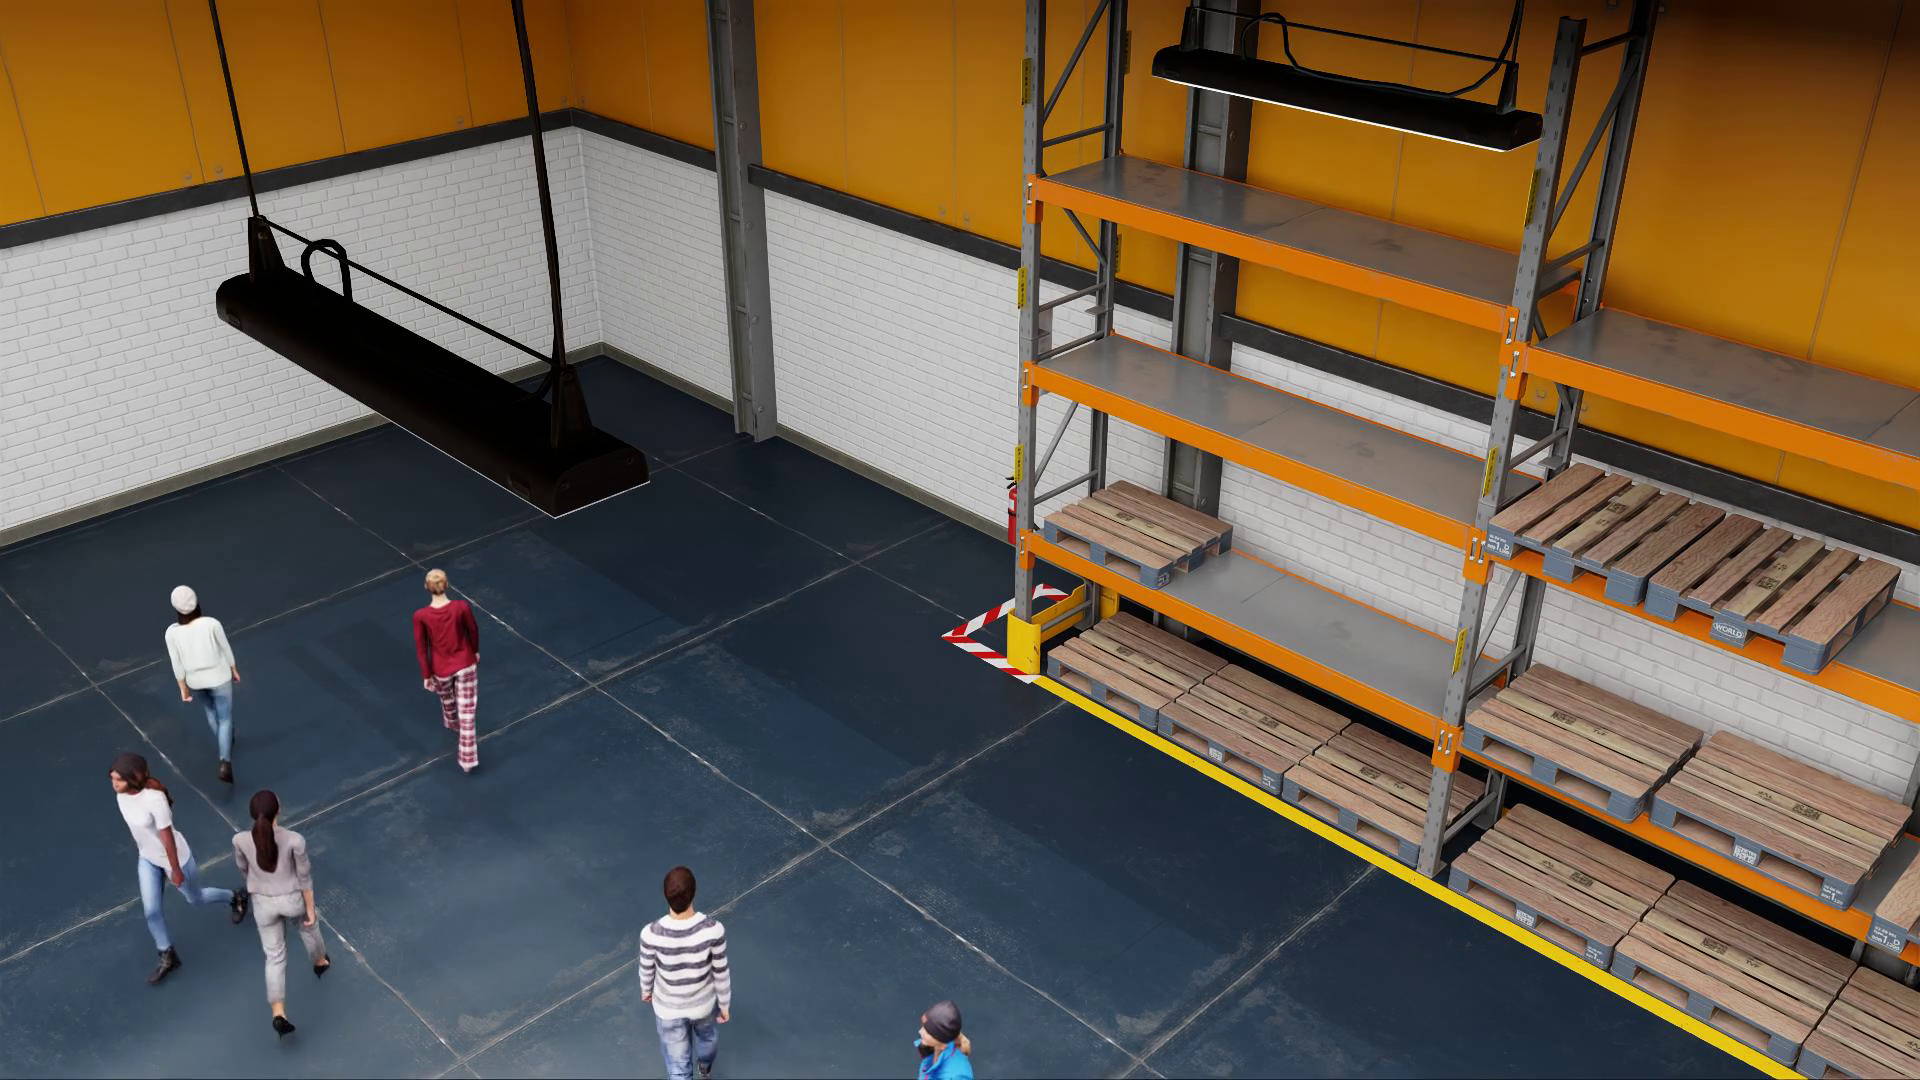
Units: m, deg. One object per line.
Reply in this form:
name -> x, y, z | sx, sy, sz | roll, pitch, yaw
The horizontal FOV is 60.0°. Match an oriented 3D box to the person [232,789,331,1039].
person -> -4.257, 2.342, 10.388 | 1.016, 1.641, 1.154 | -4, 29, -7

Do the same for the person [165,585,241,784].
person -> -5.725, 1.107, 12.673 | 0.925, 1.621, 1.110 | -6, 29, -11

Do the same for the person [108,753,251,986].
person -> -5.124, 2.053, 10.861 | 1.078, 1.696, 0.913 | 12, 31, 20

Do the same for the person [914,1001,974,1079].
person -> 0.006, 3.150, 8.758 | 0.981, 1.784, 0.955 | -3, 29, -6

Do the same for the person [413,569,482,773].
person -> -3.896, 1.020, 12.791 | 0.935, 1.662, 1.142 | -8, 30, -14

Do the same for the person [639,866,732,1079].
person -> -1.564, 2.730, 9.509 | 1.084, 1.801, 1.282 | -6, 29, -11
